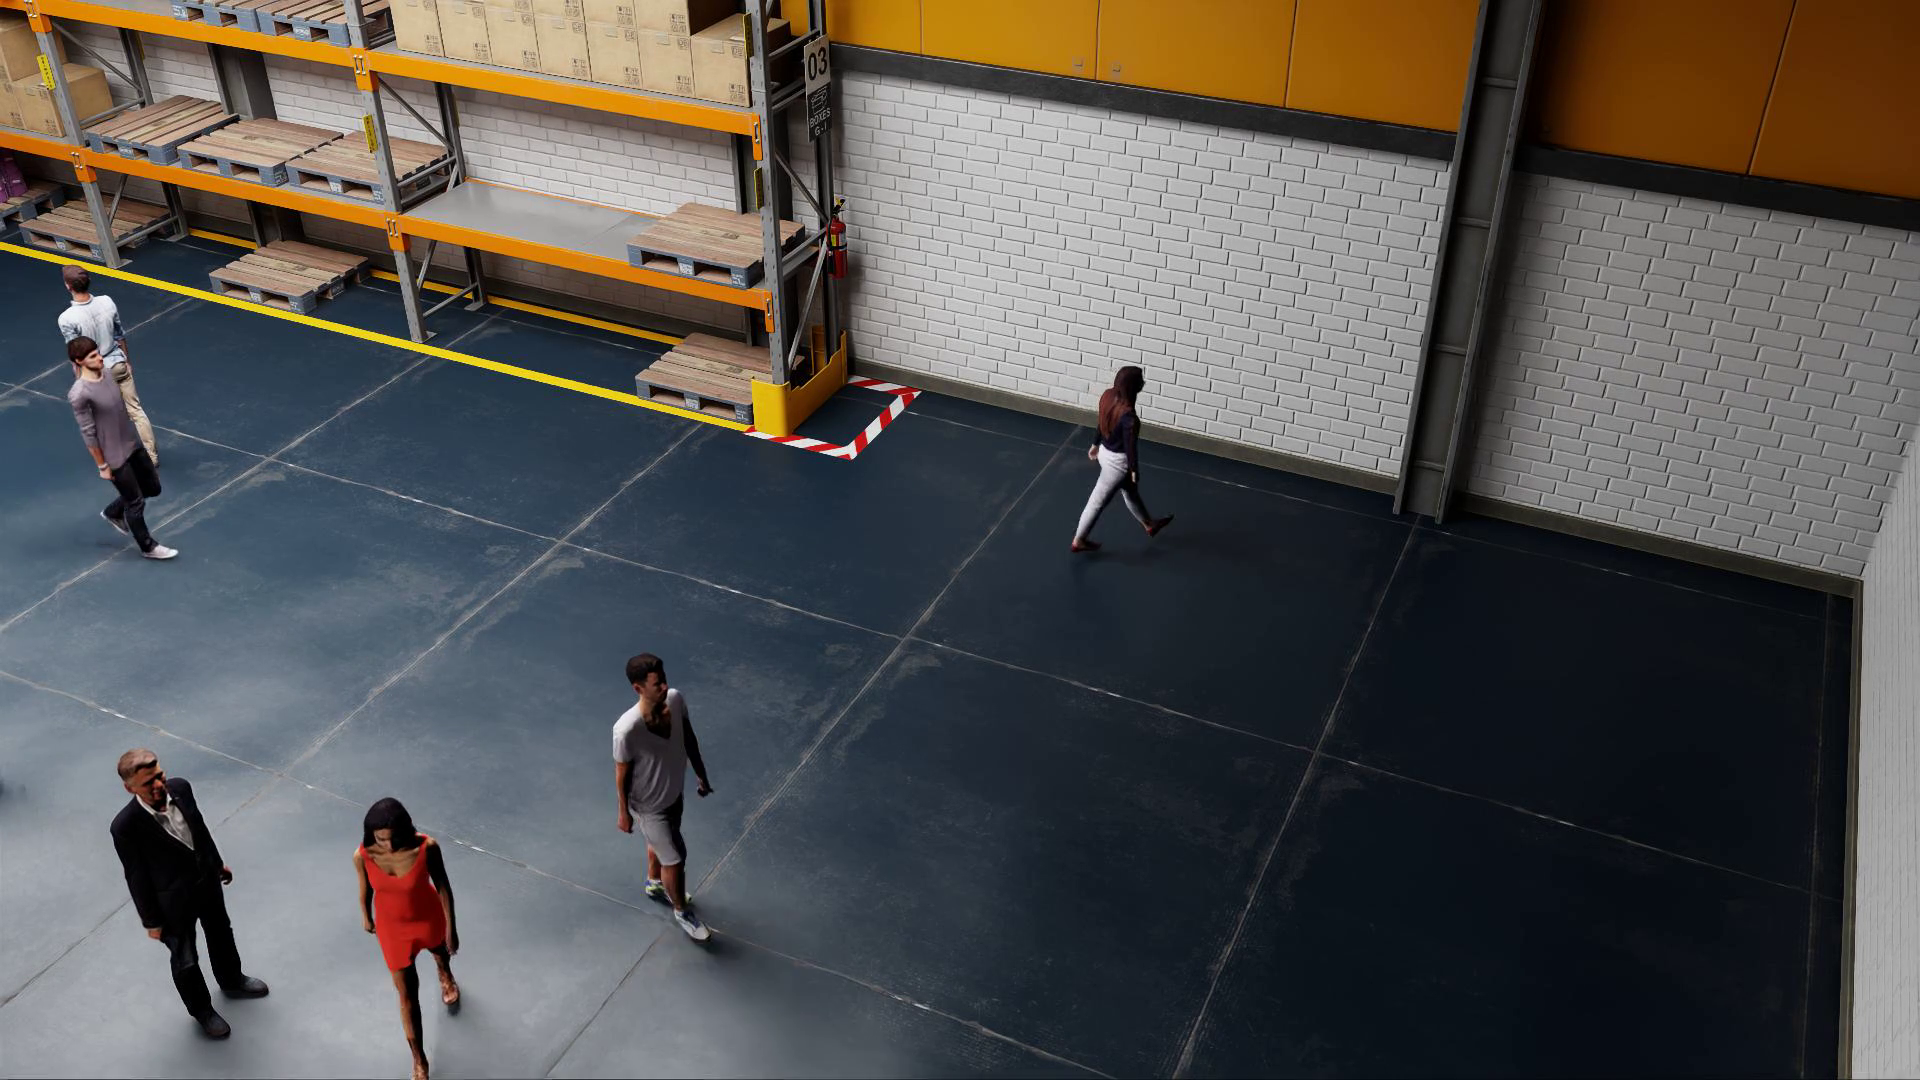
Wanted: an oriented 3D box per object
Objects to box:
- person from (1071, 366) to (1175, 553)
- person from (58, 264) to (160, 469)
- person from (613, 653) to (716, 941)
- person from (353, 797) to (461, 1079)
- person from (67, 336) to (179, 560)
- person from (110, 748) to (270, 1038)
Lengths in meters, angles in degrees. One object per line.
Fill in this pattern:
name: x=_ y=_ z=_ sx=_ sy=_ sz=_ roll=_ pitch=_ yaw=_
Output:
person: x=1.101 y=-0.547 z=12.427 sx=1.142 sy=1.549 sz=1.039 roll=-10 pitch=35 yaw=-14
person: x=-6.868 y=-1.354 z=13.372 sx=0.598 sy=1.848 sz=0.676 roll=20 pitch=39 yaw=27
person: x=-1.762 y=1.367 z=9.289 sx=0.859 sy=1.836 sz=0.744 roll=18 pitch=38 yaw=25
person: x=-2.831 y=1.926 z=8.610 sx=1.128 sy=1.657 sz=1.152 roll=-9 pitch=35 yaw=-14
person: x=-6.327 y=-0.666 z=12.347 sx=0.949 sy=1.836 sz=0.828 roll=4 pitch=34 yaw=6
person: x=-4.050 y=1.793 z=8.667 sx=0.571 sy=1.815 sz=0.689 roll=13 pitch=36 yaw=19
